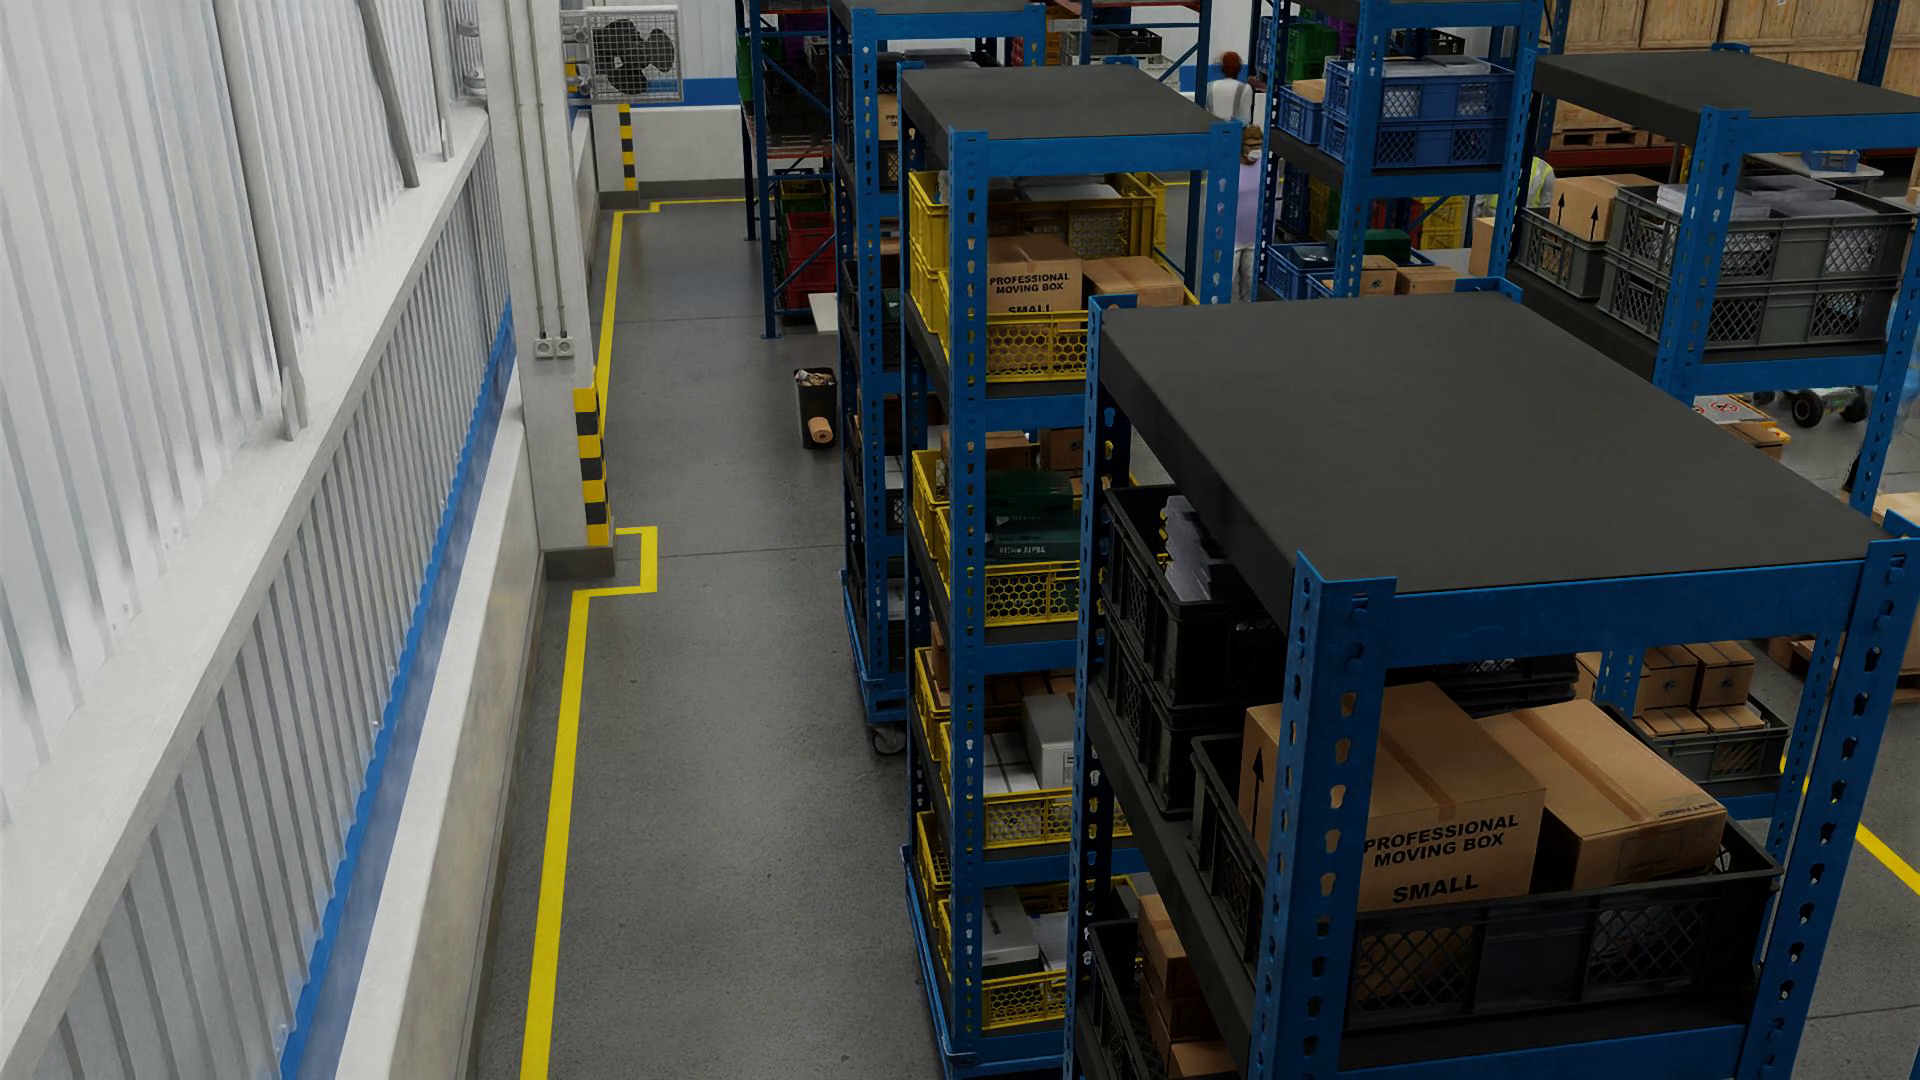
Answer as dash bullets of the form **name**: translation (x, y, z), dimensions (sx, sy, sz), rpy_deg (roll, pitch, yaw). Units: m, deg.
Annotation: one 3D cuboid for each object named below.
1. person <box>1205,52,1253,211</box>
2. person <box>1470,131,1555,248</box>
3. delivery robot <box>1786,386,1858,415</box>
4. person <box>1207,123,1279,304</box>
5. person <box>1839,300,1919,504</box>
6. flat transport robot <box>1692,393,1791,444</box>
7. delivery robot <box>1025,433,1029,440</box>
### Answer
- **person**: translation (2.807, -4.176, 17.504), dimensions (0.591, 1.844, 0.870), rpy_deg (14, 28, 29)
- **person**: translation (4.568, -2.526, 13.897), dimensions (0.624, 1.840, 0.429), rpy_deg (13, 28, 25)
- **delivery robot**: translation (6.434, -1.250, 12.538), dimensions (0.477, 0.478, 0.707), rpy_deg (-6, 25, -14)
- **person**: translation (2.282, -2.430, 13.579), dimensions (0.630, 1.931, 0.363), rpy_deg (-9, 26, -18)
- **person**: translation (6.032, -0.957, 10.683), dimensions (0.521, 1.657, 0.546), rpy_deg (-4, 25, -8)
- **flat transport robot**: translation (5.224, -0.859, 12.132), dimensions (1.431, 0.197, 0.652), rpy_deg (-4, 25, -8)
- **delivery robot**: translation (0.117, -0.645, 11.223), dimensions (0.707, 0.478, 0.477), rpy_deg (-8, 26, -17)
